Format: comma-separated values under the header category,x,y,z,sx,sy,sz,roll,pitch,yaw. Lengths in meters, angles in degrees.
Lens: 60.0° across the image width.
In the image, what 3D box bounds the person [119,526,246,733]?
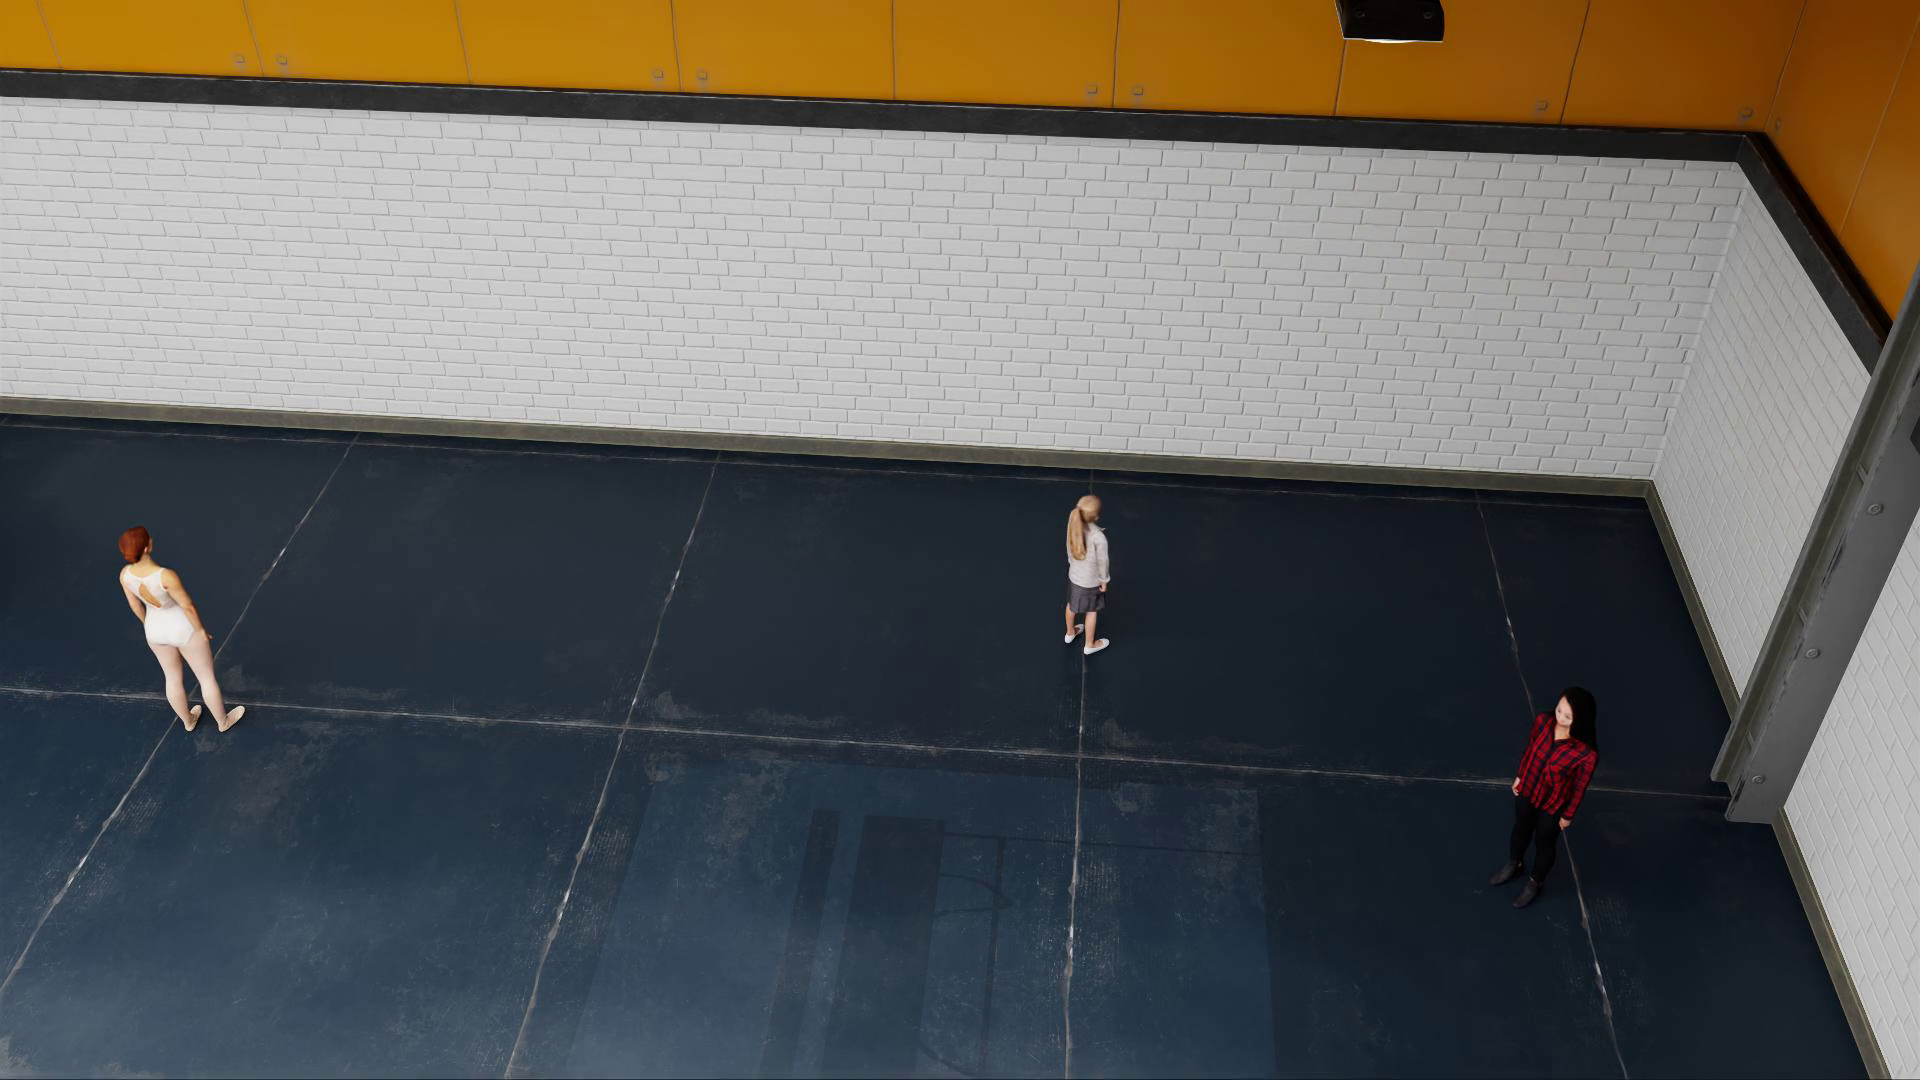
category,x,y,z,sx,sy,sz,roll,pitch,yaw
person,-4.969,0.577,10.498,0.537,1.644,0.469,3,39,4

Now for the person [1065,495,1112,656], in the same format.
category,x,y,z,sx,sy,sz,roll,pitch,yaw
person,0.856,0.217,11.244,0.659,1.276,0.605,-32,48,-33

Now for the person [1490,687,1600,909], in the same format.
category,x,y,z,sx,sy,sz,roll,pitch,yaw
person,3.338,1.428,9.426,0.718,1.652,0.628,-21,43,-24
